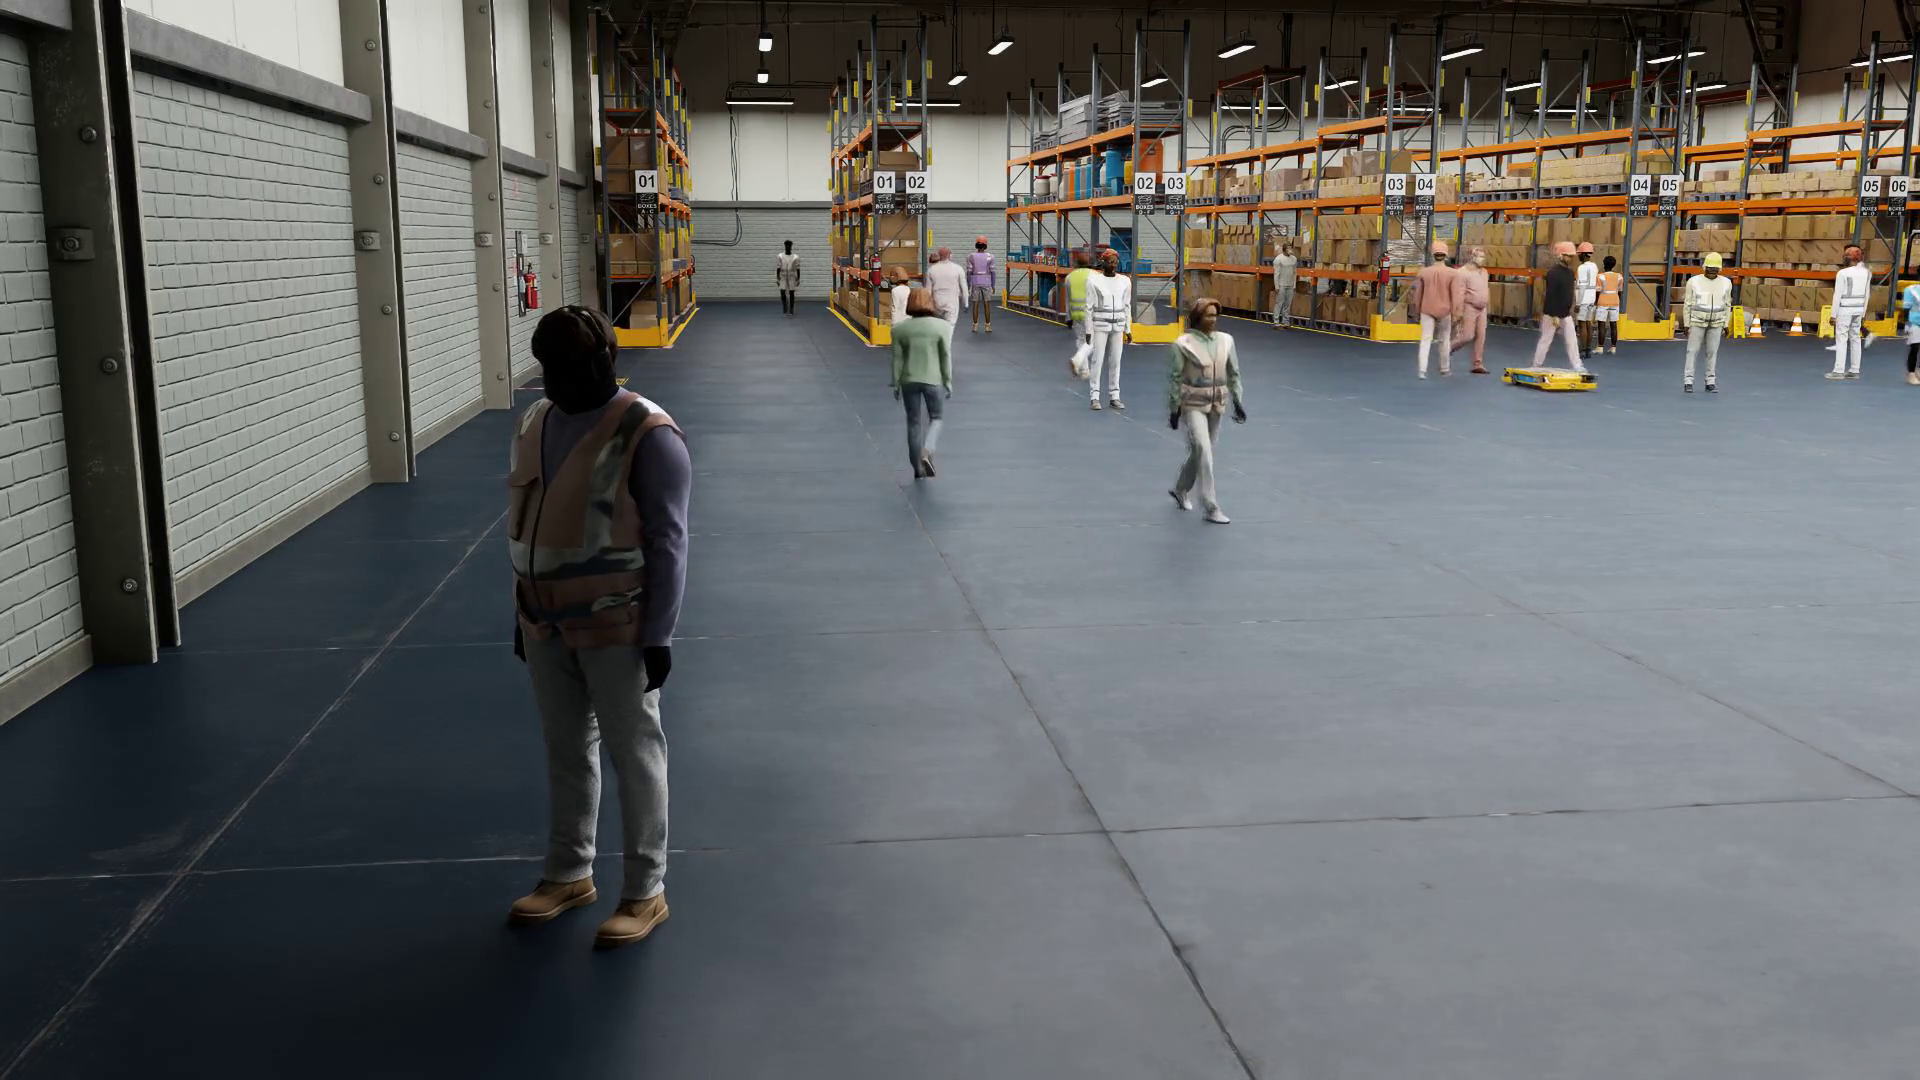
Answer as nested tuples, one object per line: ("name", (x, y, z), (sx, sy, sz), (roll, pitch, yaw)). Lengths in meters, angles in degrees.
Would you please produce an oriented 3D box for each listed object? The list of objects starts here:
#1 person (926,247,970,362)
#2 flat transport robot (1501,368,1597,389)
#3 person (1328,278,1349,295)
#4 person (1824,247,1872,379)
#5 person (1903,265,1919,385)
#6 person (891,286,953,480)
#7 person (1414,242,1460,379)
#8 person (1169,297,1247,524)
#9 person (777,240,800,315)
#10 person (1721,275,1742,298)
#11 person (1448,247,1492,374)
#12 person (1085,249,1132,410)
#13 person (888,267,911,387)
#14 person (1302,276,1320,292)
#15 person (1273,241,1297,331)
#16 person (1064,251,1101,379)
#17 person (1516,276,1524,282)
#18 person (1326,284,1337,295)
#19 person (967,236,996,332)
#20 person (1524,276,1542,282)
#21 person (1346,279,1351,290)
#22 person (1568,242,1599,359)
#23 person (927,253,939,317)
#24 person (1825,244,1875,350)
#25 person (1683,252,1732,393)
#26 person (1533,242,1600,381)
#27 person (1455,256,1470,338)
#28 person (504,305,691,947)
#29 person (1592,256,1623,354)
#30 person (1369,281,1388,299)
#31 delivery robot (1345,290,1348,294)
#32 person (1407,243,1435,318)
("person", (-0.199, -3.825, 27.092), (0.660, 1.853, 1.010), (3, 11, 18))
("flat transport robot", (7.946, -2.195, 22.482), (0.652, 0.197, 1.431), (-1, 10, -7))
("person", (9.762, -6.666, 42.413), (0.644, 1.937, 1.011), (-2, 11, -13))
("person", (12.707, -3.232, 23.763), (0.581, 1.881, 0.340), (-3, 11, -16))
("person", (13.143, -2.944, 22.710), (0.548, 1.677, 0.375), (1, 10, 3))
("person", (-0.318, -1.294, 13.813), (0.525, 1.619, 0.383), (1, 10, 6))
("person", (6.835, -3.280, 23.846), (0.637, 1.953, 0.932), (5, 12, 27))
("person", (1.734, -0.959, 12.053), (0.523, 1.604, 0.837), (-5, 12, -27))
("person", (-4.428, -6.758, 42.894), (0.634, 1.941, 0.588), (0, 10, 2))
("person", (20.879, -7.125, 44.996), (0.581, 1.918, 0.390), (-1, 10, -8))
("person", (7.605, -3.420, 24.775), (0.667, 1.880, 0.655), (-7, 13, -35))
("person", (1.746, -2.472, 19.572), (0.585, 1.883, 0.340), (-3, 11, -17))
("person", (-0.801, -2.882, 22.547), (0.290, 1.624, 0.505), (4, 11, 23))
("person", (10.668, -8.156, 50.376), (0.688, 2.016, 0.508), (-1, 10, -5))
("person", (7.030, -5.484, 35.985), (0.630, 1.932, 0.373), (-7, 13, -34))
("person", (1.751, -3.177, 23.601), (0.638, 1.825, 0.661), (9, 14, 40))
("person", (17.118, -7.933, 50.274), (0.804, 1.599, 0.503), (-1, 10, -4))
("person", (11.201, -7.992, 49.787), (0.715, 1.907, 0.570), (4, 11, 21))
("person", (0.447, -5.429, 35.350), (0.616, 2.041, 0.382), (0, 10, 3))
("person", (14.106, -6.371, 40.974), (0.586, 1.874, 1.021), (-2, 11, -13))
("person", (11.908, -8.247, 51.124), (0.589, 1.921, 0.461), (-9, 14, -41))
("person", (10.375, -3.980, 27.689), (0.369, 1.939, 0.542), (9, 14, 42))
("person", (-0.658, -6.418, 41.954), (0.513, 1.613, 0.680), (-3, 11, -14))
("person", (15.907, -4.314, 29.623), (0.611, 1.902, 0.670), (-10, 14, -43))
("person", (9.744, -2.831, 21.701), (0.588, 1.827, 0.403), (2, 10, 8))
("person", (8.291, -3.083, 22.736), (0.629, 1.945, 1.008), (-7, 13, -35))
("person", (10.178, -4.880, 33.456), (0.523, 1.636, 0.311), (3, 11, 15))
("person", (-1.071, 0.247, 4.804), (0.621, 1.838, 0.429), (6, 12, 30))
("person", (11.202, -4.059, 28.788), (0.529, 1.697, 0.321), (-2, 11, -11))
("person", (10.924, -6.804, 43.430), (0.509, 1.846, 0.341), (3, 11, 16))
("delivery robot", (11.745, -7.368, 49.801), (0.477, 0.478, 0.707), (-7, 12, -33))
("person", (11.447, -6.426, 41.329), (0.669, 1.854, 0.988), (-1, 10, -6))
